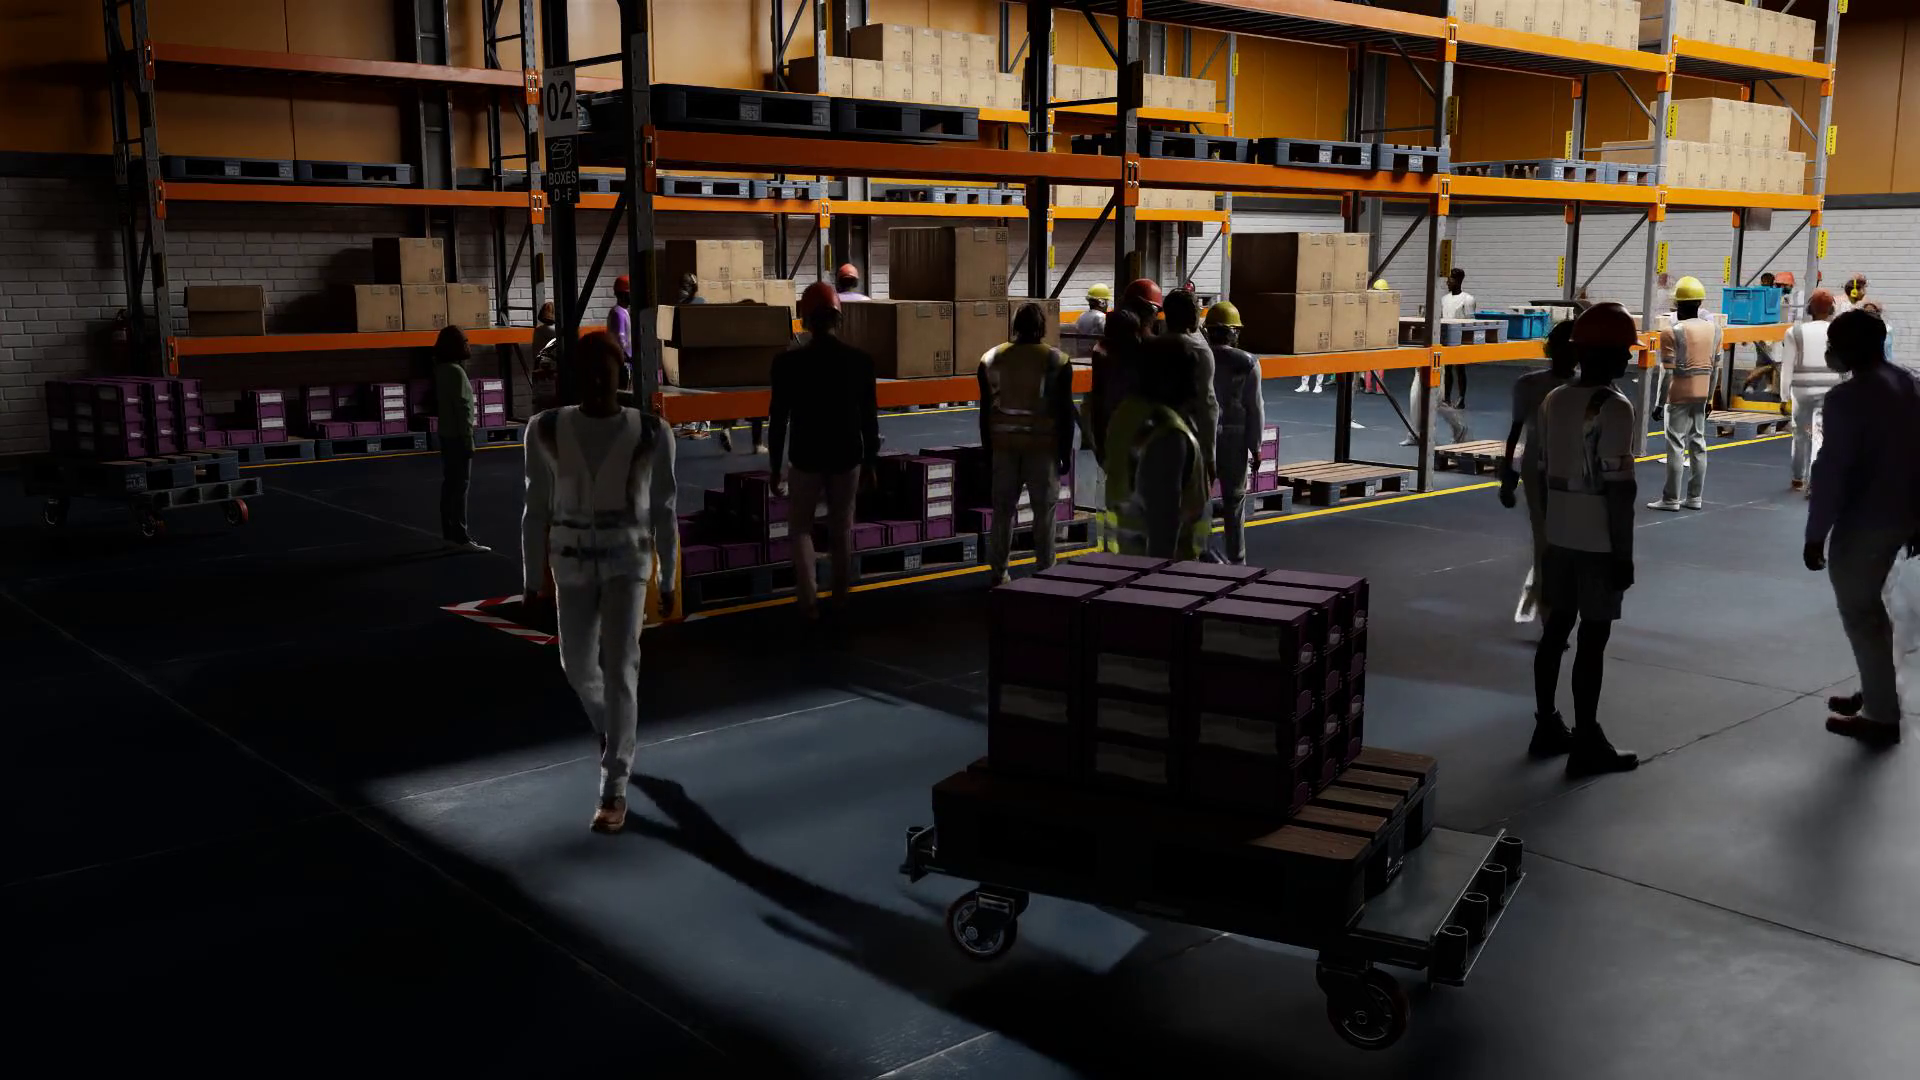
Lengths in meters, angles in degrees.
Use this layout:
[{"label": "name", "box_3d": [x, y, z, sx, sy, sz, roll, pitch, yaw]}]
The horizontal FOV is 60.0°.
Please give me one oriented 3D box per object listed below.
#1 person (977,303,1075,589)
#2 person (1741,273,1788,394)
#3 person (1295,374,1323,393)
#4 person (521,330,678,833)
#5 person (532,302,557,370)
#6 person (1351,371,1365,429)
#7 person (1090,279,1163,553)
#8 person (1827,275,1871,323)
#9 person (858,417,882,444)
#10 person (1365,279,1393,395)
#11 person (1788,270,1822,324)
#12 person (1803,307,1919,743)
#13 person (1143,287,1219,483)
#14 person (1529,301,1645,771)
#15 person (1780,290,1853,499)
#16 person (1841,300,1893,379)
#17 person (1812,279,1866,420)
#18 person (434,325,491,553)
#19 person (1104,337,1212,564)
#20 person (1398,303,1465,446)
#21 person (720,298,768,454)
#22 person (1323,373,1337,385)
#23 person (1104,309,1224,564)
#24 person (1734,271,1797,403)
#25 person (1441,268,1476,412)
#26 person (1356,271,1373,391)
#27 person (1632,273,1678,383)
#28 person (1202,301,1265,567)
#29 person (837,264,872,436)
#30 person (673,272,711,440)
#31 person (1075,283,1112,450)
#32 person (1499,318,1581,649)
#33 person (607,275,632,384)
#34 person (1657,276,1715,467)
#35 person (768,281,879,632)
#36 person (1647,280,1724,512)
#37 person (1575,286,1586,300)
[{"label": "person", "box_3d": [0.426, -0.579, 10.560, 0.621, 1.835, 0.430, 3, 10, 17]}, {"label": "person", "box_3d": [12.482, -3.198, 25.805, 1.010, 1.865, 0.610, -6, 11, -31]}, {"label": "person", "box_3d": [5.500, -3.226, 25.925, 0.509, 1.872, 0.328, 8, 12, 38]}, {"label": "person", "box_3d": [-1.376, 0.114, 6.436, 0.580, 1.858, 0.866, 0, 10, -1]}, {"label": "person", "box_3d": [-4.497, -1.791, 18.247, 0.495, 1.628, 0.283, 8, 13, 40]}, {"label": "person", "box_3d": [4.872, -2.193, 20.566, 0.264, 1.632, 0.508, 1, 10, 4]}, {"label": "person", "box_3d": [1.099, -0.603, 10.232, 0.610, 1.986, 0.392, 6, 11, 31]}, {"label": "person", "box_3d": [11.909, -2.585, 22.210, 0.720, 1.872, 0.665, -4, 10, -20]}, {"label": "person", "box_3d": [-1.212, -1.647, 17.214, 0.710, 1.676, 0.537, 2, 10, 9]}, {"label": "person", "box_3d": [6.414, -3.095, 25.456, 0.303, 1.772, 0.525, -5, 11, -28]}, {"label": "person", "box_3d": [12.780, -3.115, 25.079, 0.553, 1.935, 0.363, 9, 13, 43]}, {"label": "person", "box_3d": [3.945, -0.058, 7.272, 0.675, 1.906, 0.486, -7, 12, -35]}, {"label": "person", "box_3d": [1.303, -0.526, 9.920, 0.372, 1.940, 0.630, -7, 12, -36]}, {"label": "person", "box_3d": [2.624, -0.015, 6.927, 0.356, 1.939, 0.543, -3, 10, -16]}, {"label": "person", "box_3d": [7.567, -1.287, 14.711, 0.586, 1.837, 1.006, 4, 11, 23]}, {"label": "person", "box_3d": [10.465, -1.957, 19.188, 0.525, 1.620, 0.447, 9, 13, 43]}, {"label": "person", "box_3d": [11.359, -2.439, 21.424, 0.875, 1.845, 0.524, 3, 10, 19]}, {"label": "person", "box_3d": [-3.602, -0.722, 11.946, 0.281, 1.636, 0.500, -7, 12, -34]}, {"label": "person", "box_3d": [0.765, 0.067, 6.848, 0.887, 1.809, 0.624, -3, 10, -15]}, {"label": "person", "box_3d": [5.321, -1.856, 18.636, 0.721, 1.618, 0.513, -5, 11, -25]}, {"label": "person", "box_3d": [-2.279, -1.728, 17.701, 0.533, 1.683, 0.577, 4, 10, 22]}, {"label": "person", "box_3d": [6.200, -3.390, 27.196, 0.319, 1.765, 0.533, -6, 12, -33]}, {"label": "person", "box_3d": [1.180, -0.501, 10.140, 1.092, 1.831, 0.663, -3, 10, -19]}, {"label": "person", "box_3d": [11.537, -2.877, 23.733, 0.747, 1.918, 0.544, 5, 11, 29]}, {"label": "person", "box_3d": [6.785, -2.747, 22.841, 0.361, 1.963, 0.618, -5, 11, -26]}, {"label": "person", "box_3d": [6.344, -3.278, 26.171, 0.662, 1.890, 0.443, 6, 12, 32]}, {"label": "person", "box_3d": [11.629, -3.502, 27.543, 0.660, 1.876, 0.938, -4, 10, -20]}, {"label": "person", "box_3d": [1.701, -0.645, 10.935, 0.600, 1.827, 0.404, 4, 10, 21]}, {"label": "person", "box_3d": [-1.338, -2.223, 19.571, 0.626, 2.035, 0.437, -2, 10, -14]}, {"label": "person", "box_3d": [-3.108, -2.130, 19.321, 0.629, 1.936, 0.373, 9, 13, 42]}, {"label": "person", "box_3d": [1.502, -1.871, 18.095, 0.404, 1.835, 0.590, -6, 11, -30]}, {"label": "person", "box_3d": [3.297, -0.343, 9.307, 0.496, 1.802, 1.007, 1, 10, 6]}, {"label": "person", "box_3d": [-3.596, -1.873, 17.863, 0.387, 1.928, 0.544, -2, 10, -9]}, {"label": "person", "box_3d": [7.345, -1.702, 16.863, 0.393, 1.919, 0.589, -3, 10, -18]}, {"label": "person", "box_3d": [-0.771, -0.465, 9.416, 0.631, 1.992, 0.508, -2, 10, -11]}, {"label": "person", "box_3d": [6.038, -1.195, 13.860, 0.587, 1.930, 0.359, -3, 10, -19]}, {"label": "person", "box_3d": [10.686, -3.547, 28.567, 0.633, 1.620, 0.511, -2, 10, -14]}]
